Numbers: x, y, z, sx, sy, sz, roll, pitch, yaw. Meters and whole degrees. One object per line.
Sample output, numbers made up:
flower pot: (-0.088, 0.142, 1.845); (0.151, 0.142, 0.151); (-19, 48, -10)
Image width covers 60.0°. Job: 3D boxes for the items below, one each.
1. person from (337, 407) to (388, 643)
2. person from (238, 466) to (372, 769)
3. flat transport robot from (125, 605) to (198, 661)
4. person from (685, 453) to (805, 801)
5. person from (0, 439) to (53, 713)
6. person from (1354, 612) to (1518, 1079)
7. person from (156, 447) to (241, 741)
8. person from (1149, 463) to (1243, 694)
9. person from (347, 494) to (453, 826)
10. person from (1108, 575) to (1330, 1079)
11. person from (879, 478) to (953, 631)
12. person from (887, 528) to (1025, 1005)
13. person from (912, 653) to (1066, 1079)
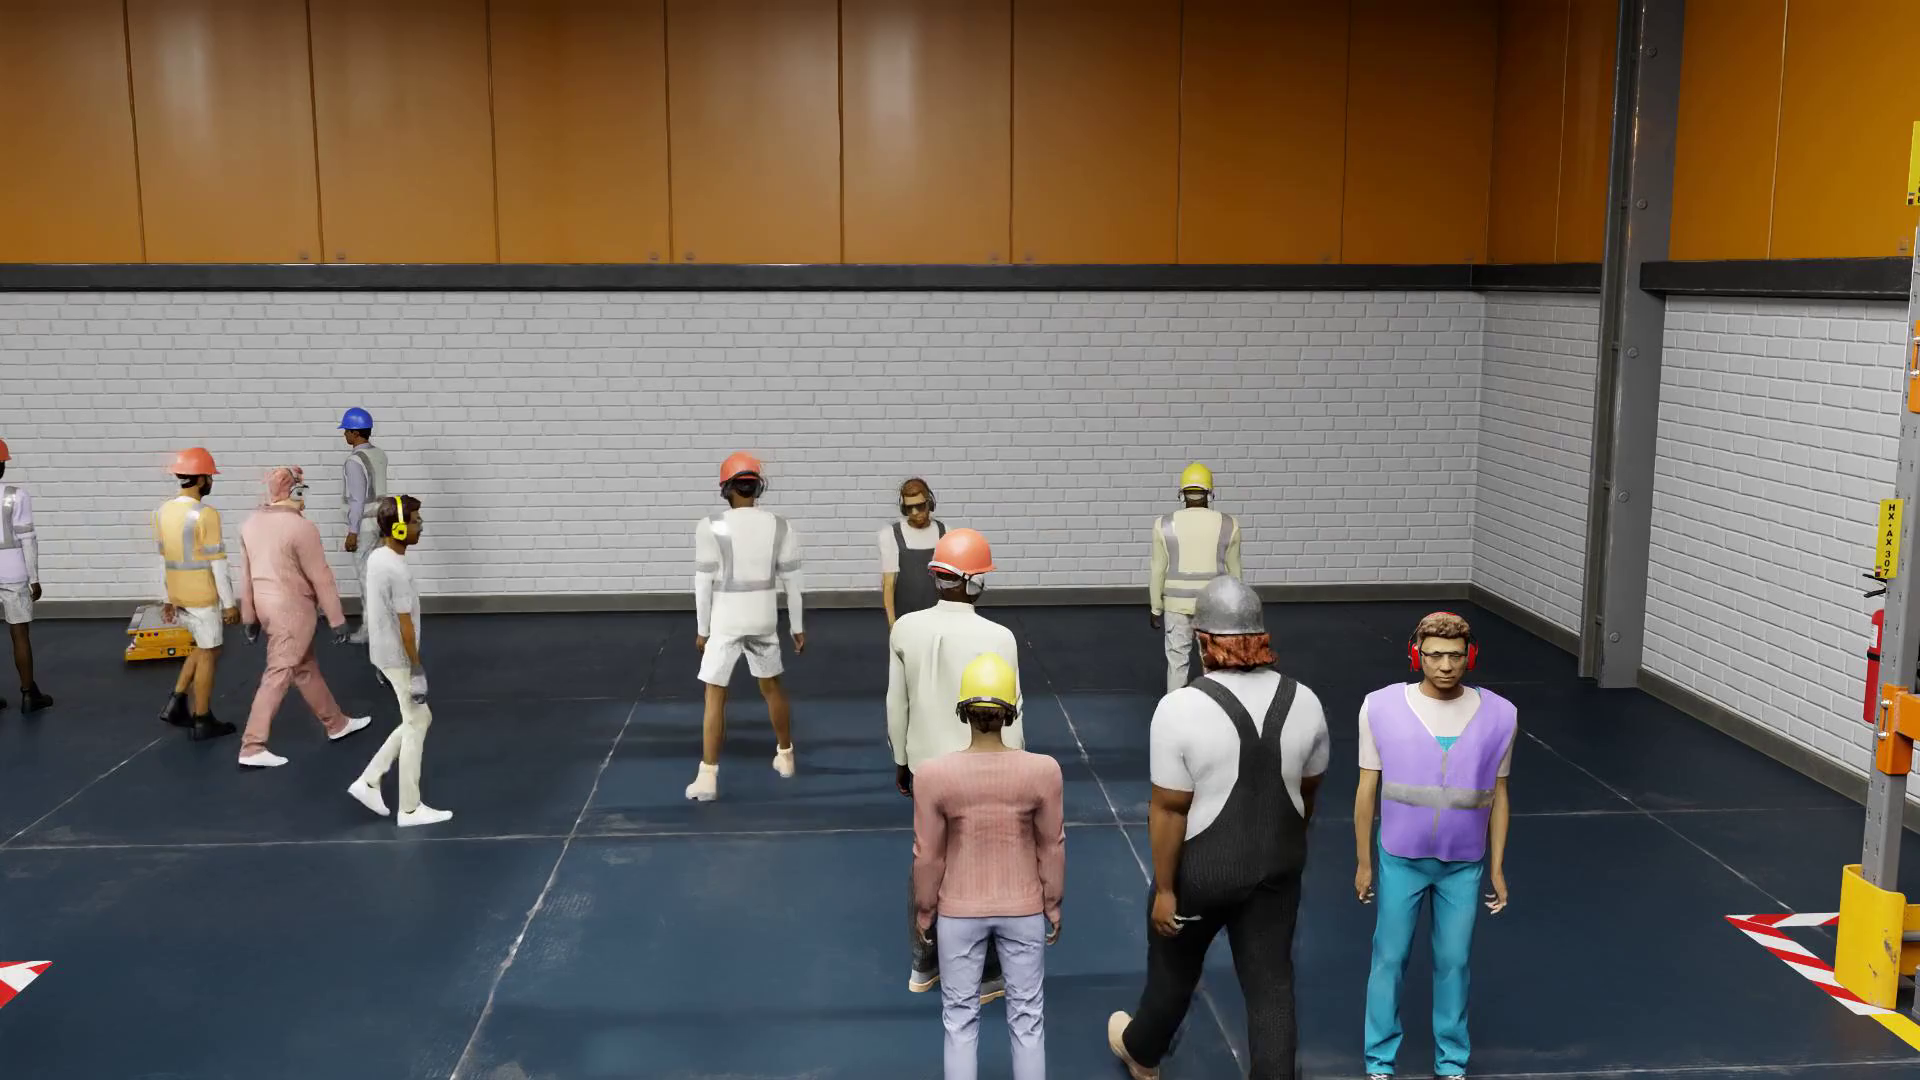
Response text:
person: (-4.926, -0.124, 13.787); (0.384, 1.948, 0.605); (0, 9, 0)
person: (-4.163, 0.461, 10.429); (0.676, 1.849, 1.028); (7, 11, 36)
flat transport robot: (-6.448, 0.729, 13.676); (0.652, 0.197, 1.431); (-4, 10, -22)
person: (-1.268, 0.497, 9.807); (0.815, 1.990, 0.585); (-6, 11, -32)
person: (-6.647, 0.244, 11.505); (0.545, 1.939, 0.373); (-1, 9, -6)
person: (1.714, 1.159, 6.048); (0.565, 1.846, 0.390); (0, 9, 3)
person: (-4.945, 0.356, 10.847); (0.552, 1.921, 0.405); (7, 11, 36)
person: (1.522, 0.413, 10.784); (0.600, 1.827, 0.403); (0, 9, 2)
person: (-3.067, 0.672, 9.084); (0.440, 1.853, 0.542); (-6, 11, -32)
person: (0.912, 1.082, 5.923); (0.708, 2.000, 0.989); (-3, 10, -19)
person: (-0.223, 0.524, 10.162); (0.519, 1.796, 0.865); (-2, 9, -14)
person: (-0.005, 0.938, 6.970); (0.625, 1.992, 0.389); (5, 10, 29)
person: (0.098, 1.258, 5.674); (0.523, 1.769, 0.316); (-1, 9, -3)
